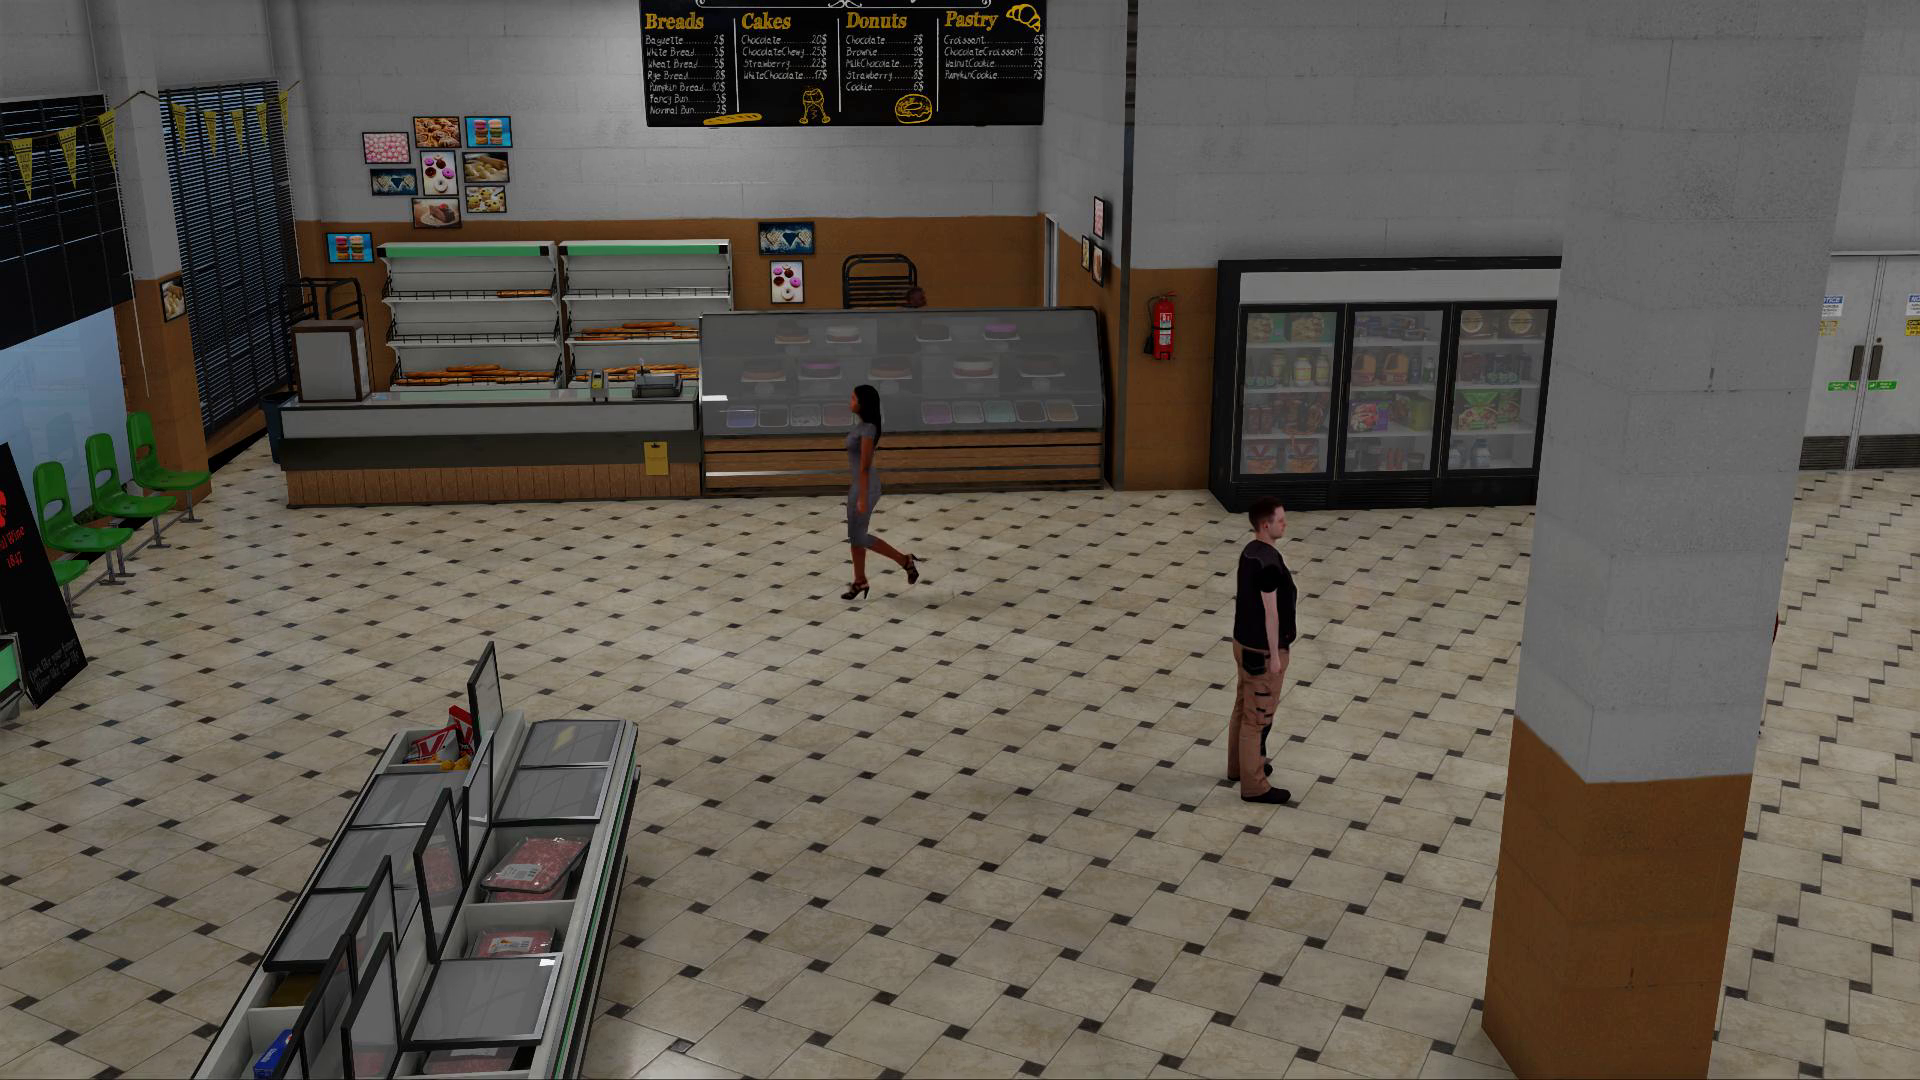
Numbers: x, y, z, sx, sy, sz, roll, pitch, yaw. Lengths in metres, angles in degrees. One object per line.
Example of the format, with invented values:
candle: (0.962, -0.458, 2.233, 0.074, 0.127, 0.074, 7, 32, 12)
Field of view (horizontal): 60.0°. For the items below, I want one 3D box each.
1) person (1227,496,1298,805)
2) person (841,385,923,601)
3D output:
person: (1.774, 0.623, 9.880, 0.726, 1.842, 0.502, -1, 17, -4)
person: (-0.668, -0.340, 13.189, 0.646, 1.762, 0.806, -2, 17, -5)
